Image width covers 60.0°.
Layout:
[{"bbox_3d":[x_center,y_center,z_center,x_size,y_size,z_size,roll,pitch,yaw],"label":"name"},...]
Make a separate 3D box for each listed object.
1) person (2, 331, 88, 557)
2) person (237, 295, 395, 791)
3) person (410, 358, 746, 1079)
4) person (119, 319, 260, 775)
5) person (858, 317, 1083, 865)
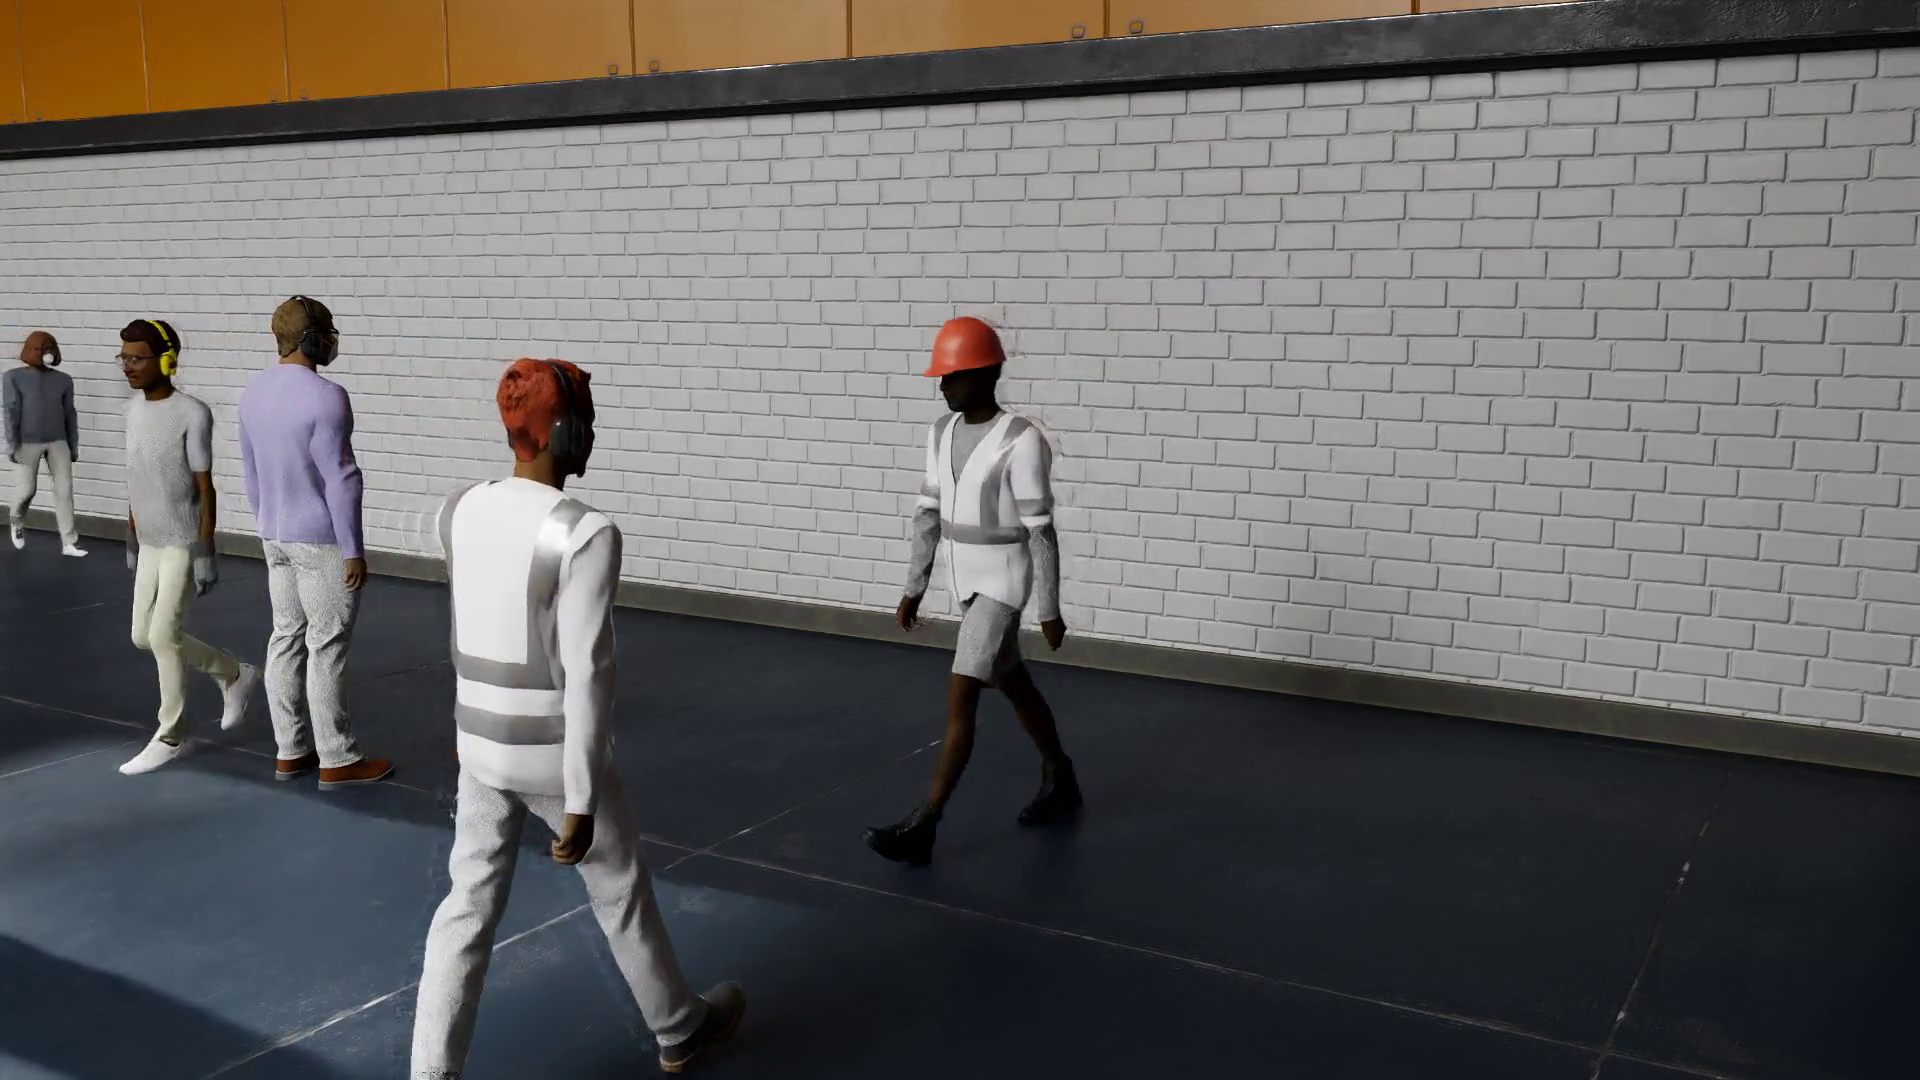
[{"bbox_3d":[-6.583,-0.687,11.909,0.630,1.616,0.534,7,12,38],"label":"person"},{"bbox_3d":[-2.550,0.015,6.547,0.631,1.939,0.370,6,11,34],"label":"person"},{"bbox_3d":[-0.958,0.494,3.913,0.582,1.832,1.002,5,11,31],"label":"person"},{"bbox_3d":[-3.217,0.010,6.873,0.540,1.846,0.633,5,10,29],"label":"person"},{"bbox_3d":[0.079,0.161,5.847,1.056,1.874,0.536,-6,11,-34],"label":"person"}]
